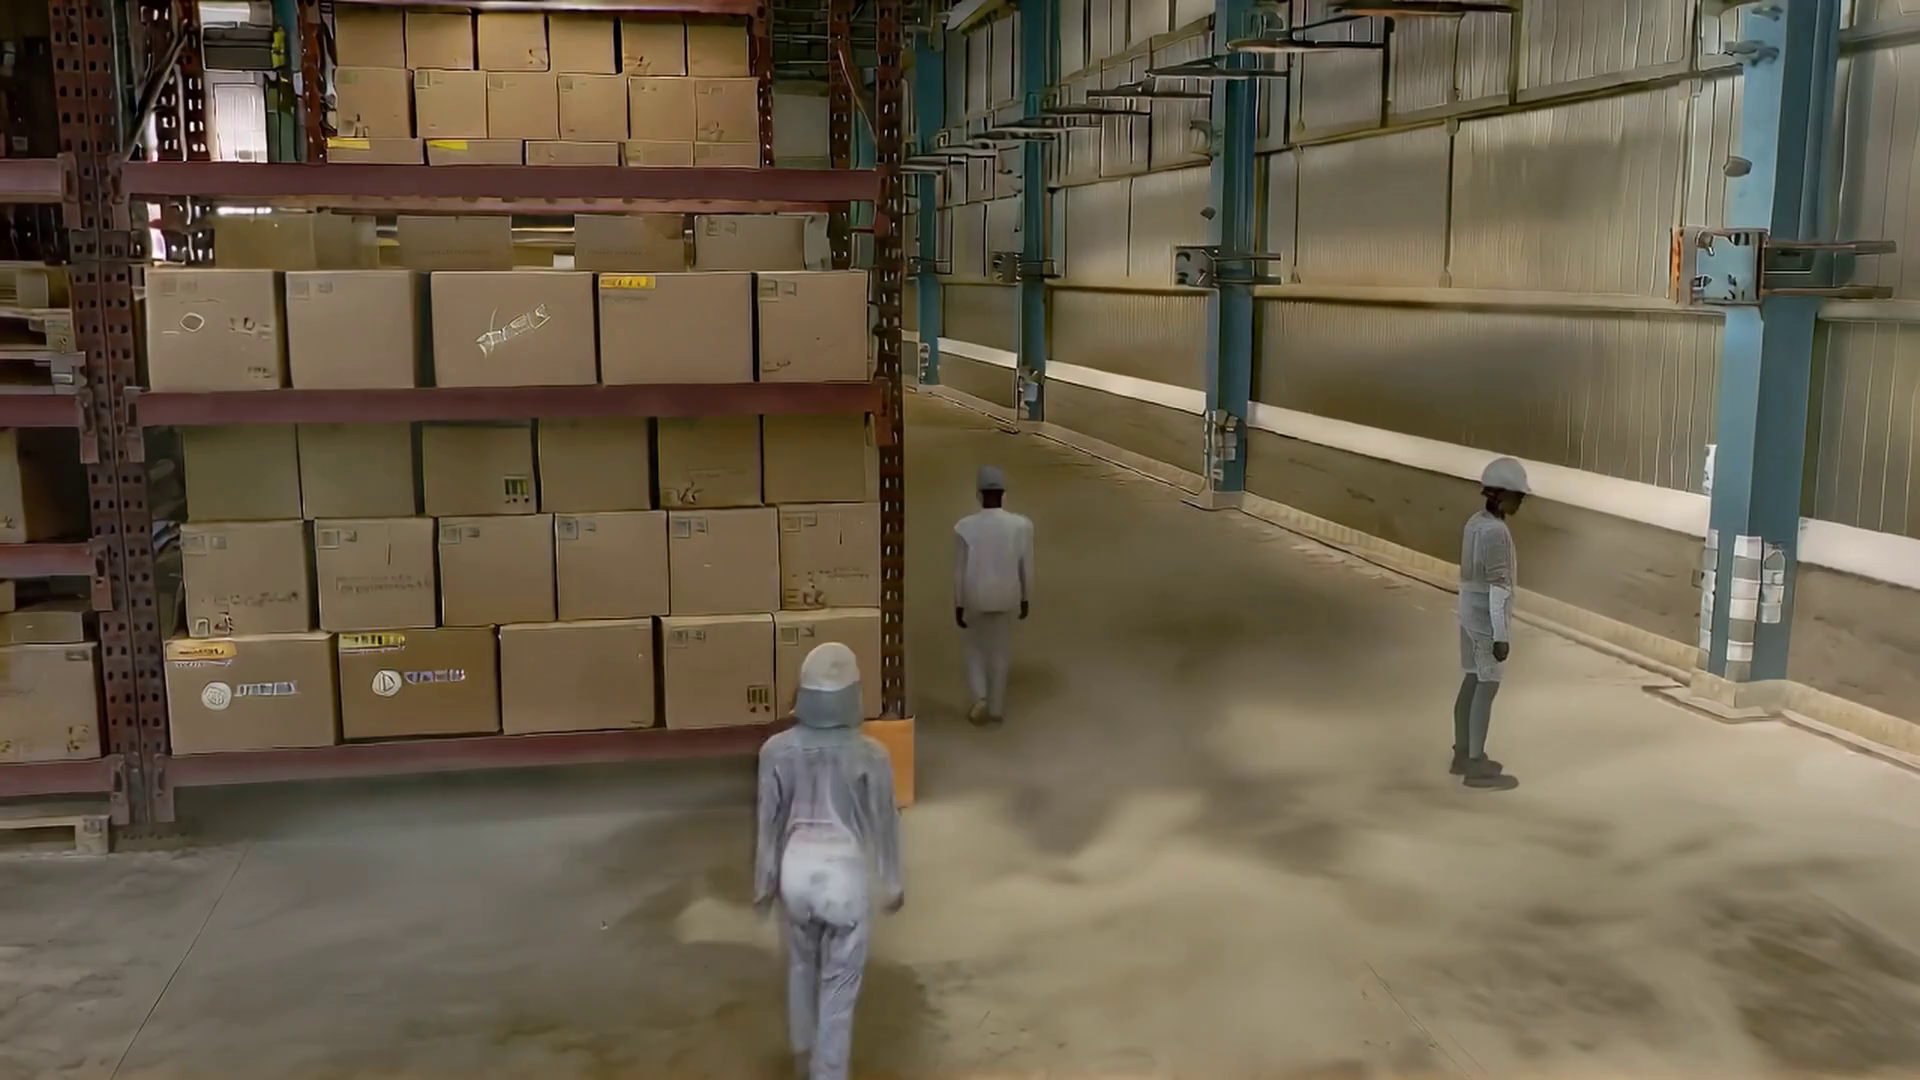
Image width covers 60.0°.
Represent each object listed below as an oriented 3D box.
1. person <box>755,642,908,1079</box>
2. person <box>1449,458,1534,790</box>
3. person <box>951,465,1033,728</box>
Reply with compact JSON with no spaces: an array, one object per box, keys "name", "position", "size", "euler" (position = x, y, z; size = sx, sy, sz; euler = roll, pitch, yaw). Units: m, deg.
[{"name":"person","position":[-0.448,1.213,5.939],"size":[0.499,1.725,0.647],"euler":[3,10,17]},{"name":"person","position":[3.116,0.481,9.744],"size":[0.368,1.933,0.551],"euler":[0,9,0]},{"name":"person","position":[0.208,0.376,10.965],"size":[0.566,1.739,0.373],"euler":[-2,9,-11]}]
